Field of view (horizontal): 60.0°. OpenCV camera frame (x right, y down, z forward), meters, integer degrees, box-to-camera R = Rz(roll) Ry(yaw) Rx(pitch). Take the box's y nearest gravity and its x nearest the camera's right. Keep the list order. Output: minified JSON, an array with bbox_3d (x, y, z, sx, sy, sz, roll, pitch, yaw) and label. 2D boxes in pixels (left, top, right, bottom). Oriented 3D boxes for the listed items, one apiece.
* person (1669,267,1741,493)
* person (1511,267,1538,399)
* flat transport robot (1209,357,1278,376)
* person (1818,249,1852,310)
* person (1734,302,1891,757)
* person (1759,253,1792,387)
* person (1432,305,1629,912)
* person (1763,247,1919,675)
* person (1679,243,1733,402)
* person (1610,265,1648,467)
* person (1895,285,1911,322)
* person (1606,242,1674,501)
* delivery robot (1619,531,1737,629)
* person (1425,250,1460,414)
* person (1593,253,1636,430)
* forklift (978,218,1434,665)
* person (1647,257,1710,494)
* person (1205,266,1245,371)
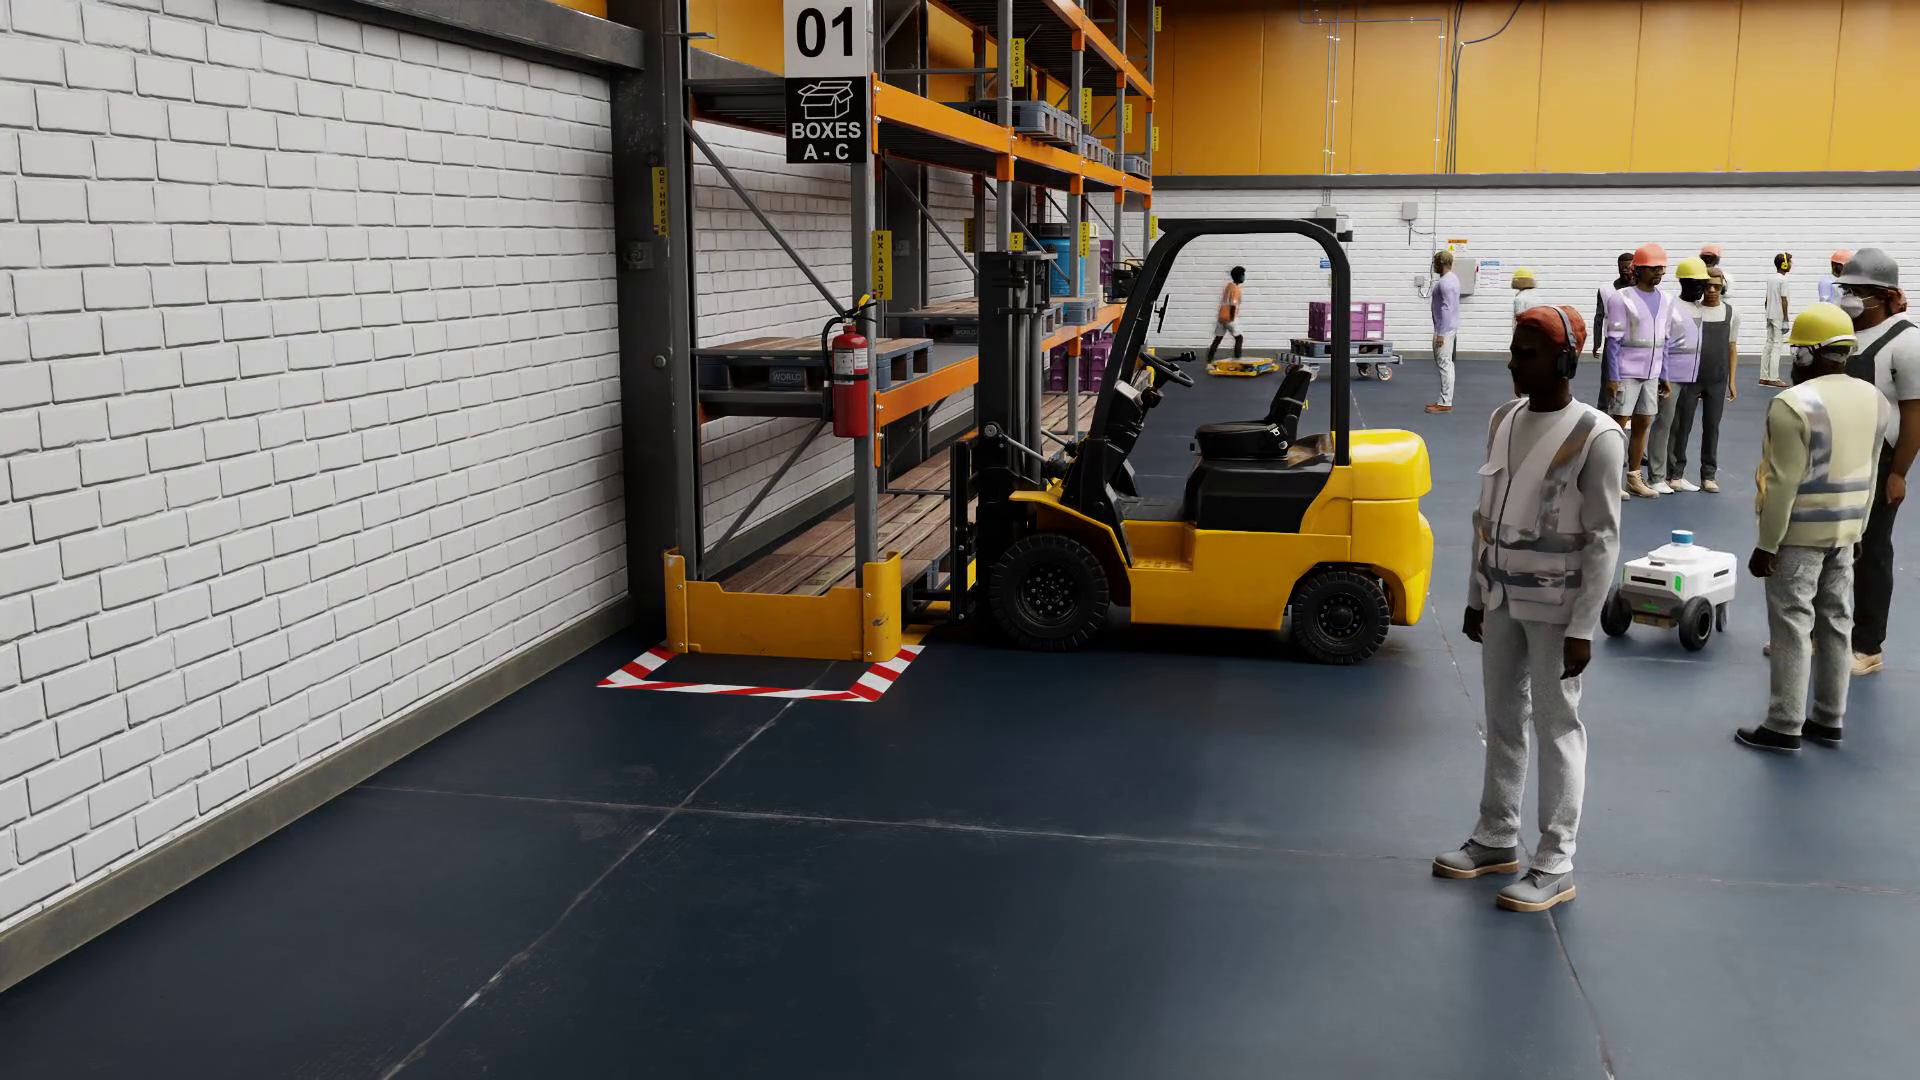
[{"bbox_3d":[6.093,-1.304,13.630,0.511,1.844,0.328,2,11,11],"label":"person"},{"bbox_3d":[6.830,-2.429,20.138,0.443,1.723,0.563,10,14,42],"label":"person"},{"bbox_3d":[4.323,-2.647,25.312,0.652,0.197,1.431,5,12,26],"label":"flat transport robot"},{"bbox_3d":[11.158,-2.735,21.252,0.542,1.928,0.374,-9,14,-41],"label":"person"},{"bbox_3d":[3.430,-0.039,6.733,0.600,1.829,0.404,-5,11,-24],"label":"person"},{"bbox_3d":[11.443,-3.071,23.253,0.328,1.872,0.510,-1,10,-4],"label":"person"},{"bbox_3d":[1.792,0.213,5.217,0.356,1.882,0.574,-4,11,-22],"label":"person"},{"bbox_3d":[4.265,-0.379,8.022,0.537,2.000,0.682,-4,11,-20],"label":"person"},{"bbox_3d":[9.544,-2.793,21.365,0.609,2.006,0.856,4,11,20],"label":"person"},{"bbox_3d":[6.184,-1.629,15.162,0.553,1.935,0.362,-3,11,-14],"label":"person"},{"bbox_3d":[9.117,-1.703,16.399,0.283,1.633,0.497,-2,10,-9],"label":"person"},{"bbox_3d":[5.416,-1.332,13.240,0.605,2.045,0.386,-4,11,-19],"label":"person"},{"bbox_3d":[3.762,0.194,8.700,0.707,0.478,0.477,-9,14,-42],"label":"delivery robot"},{"bbox_3d":[5.747,-2.468,19.762,0.351,1.934,0.635,4,11,19],"label":"person"},{"bbox_3d":[7.201,-2.154,18.091,0.598,1.917,0.378,5,11,25],"label":"person"},{"bbox_3d":[1.285,-0.567,8.635,2.313,2.155,1.214,2,11,11],"label":"forklift"},{"bbox_3d":[5.904,-1.342,13.608,0.584,1.928,0.372,-5,12,-27],"label":"person"},{"bbox_3d":[4.155,-3.416,25.781,0.666,1.642,0.572,-2,10,-9],"label":"person"}]
